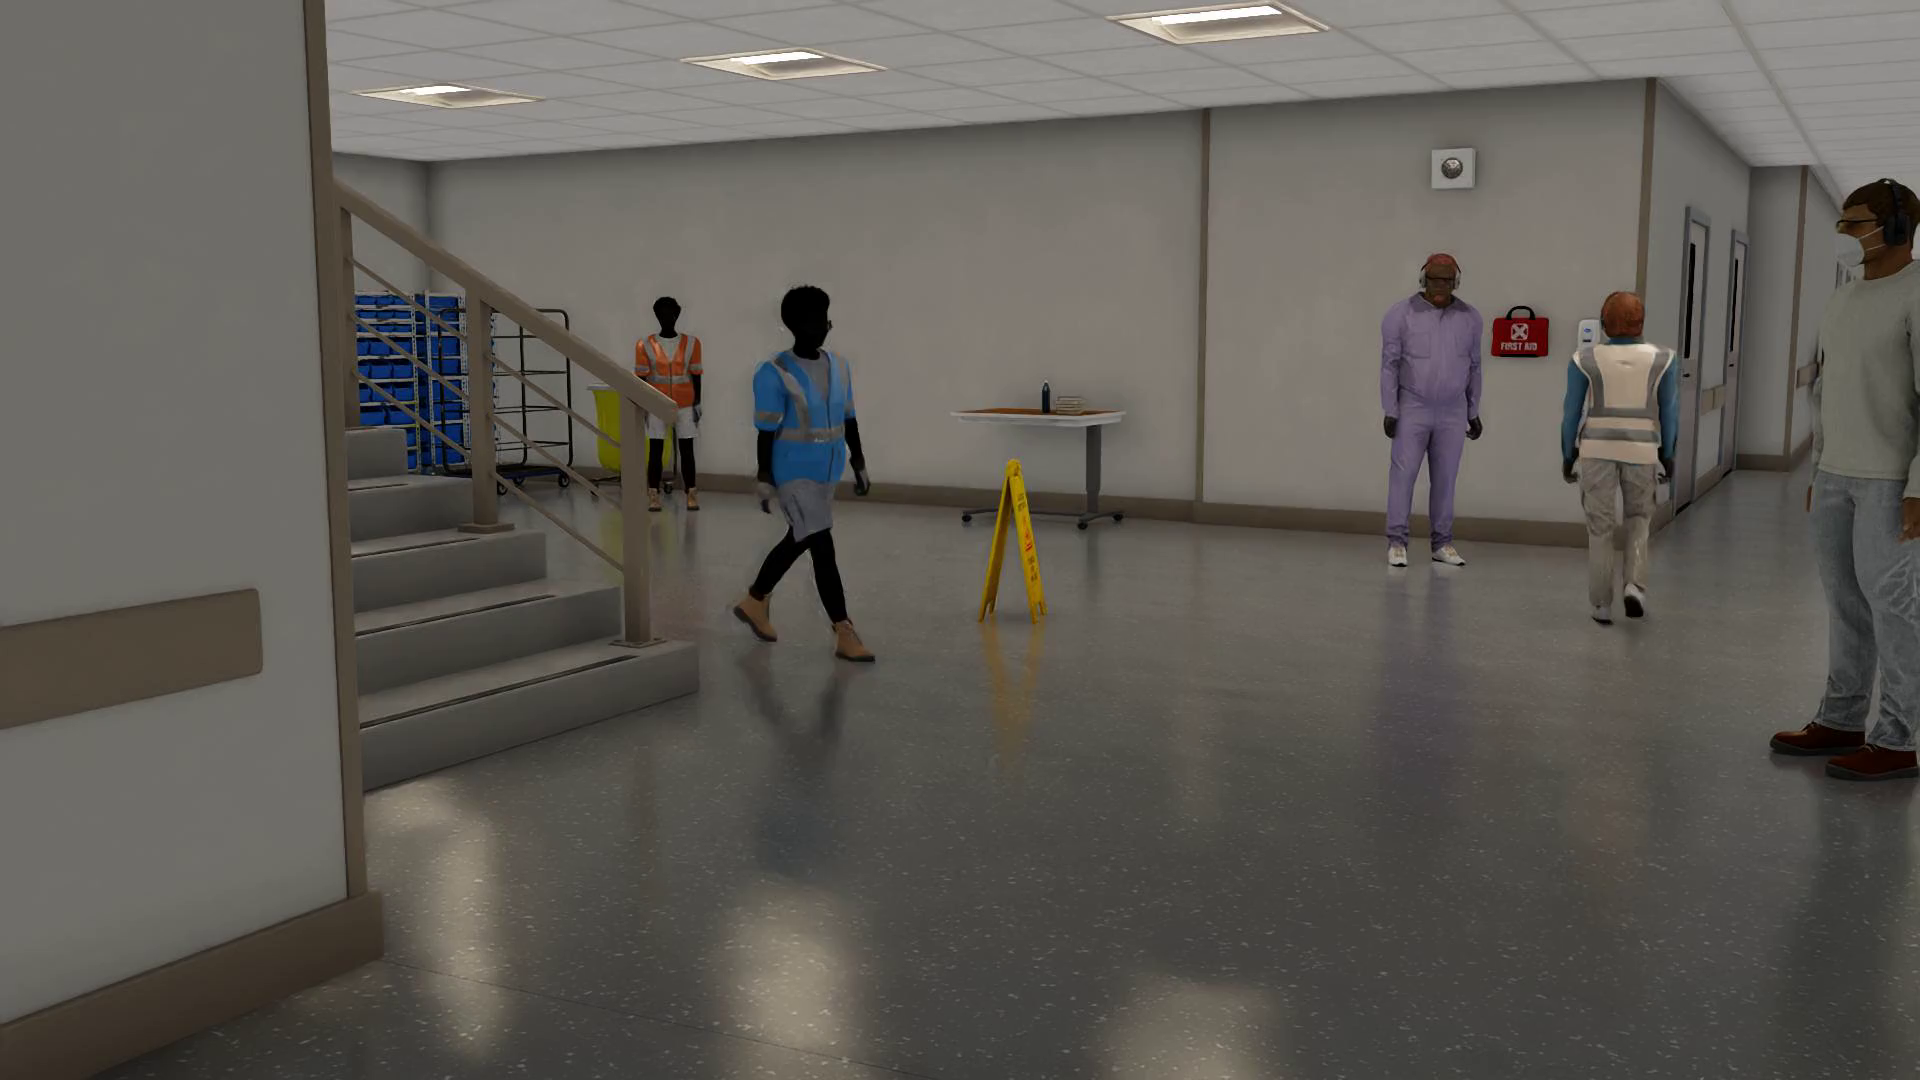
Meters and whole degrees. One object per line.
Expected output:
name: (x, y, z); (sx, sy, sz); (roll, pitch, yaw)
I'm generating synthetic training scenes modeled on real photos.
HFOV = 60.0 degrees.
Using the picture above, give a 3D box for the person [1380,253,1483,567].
person: (2.876, -0.782, 10.120); (0.638, 1.901, 0.402); (-1, 7, -5)

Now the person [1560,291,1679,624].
person: (3.219, -0.397, 8.152); (0.536, 1.625, 0.370); (2, 8, 13)

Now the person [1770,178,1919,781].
person: (2.973, -0.192, 5.420); (0.354, 1.938, 0.636); (0, 7, -3)

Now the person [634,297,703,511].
person: (-2.282, -1.060, 13.066); (0.536, 1.686, 0.326); (-2, 8, -14)

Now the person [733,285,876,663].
person: (-0.727, -0.307, 7.423); (0.854, 1.654, 0.584); (6, 10, 40)
